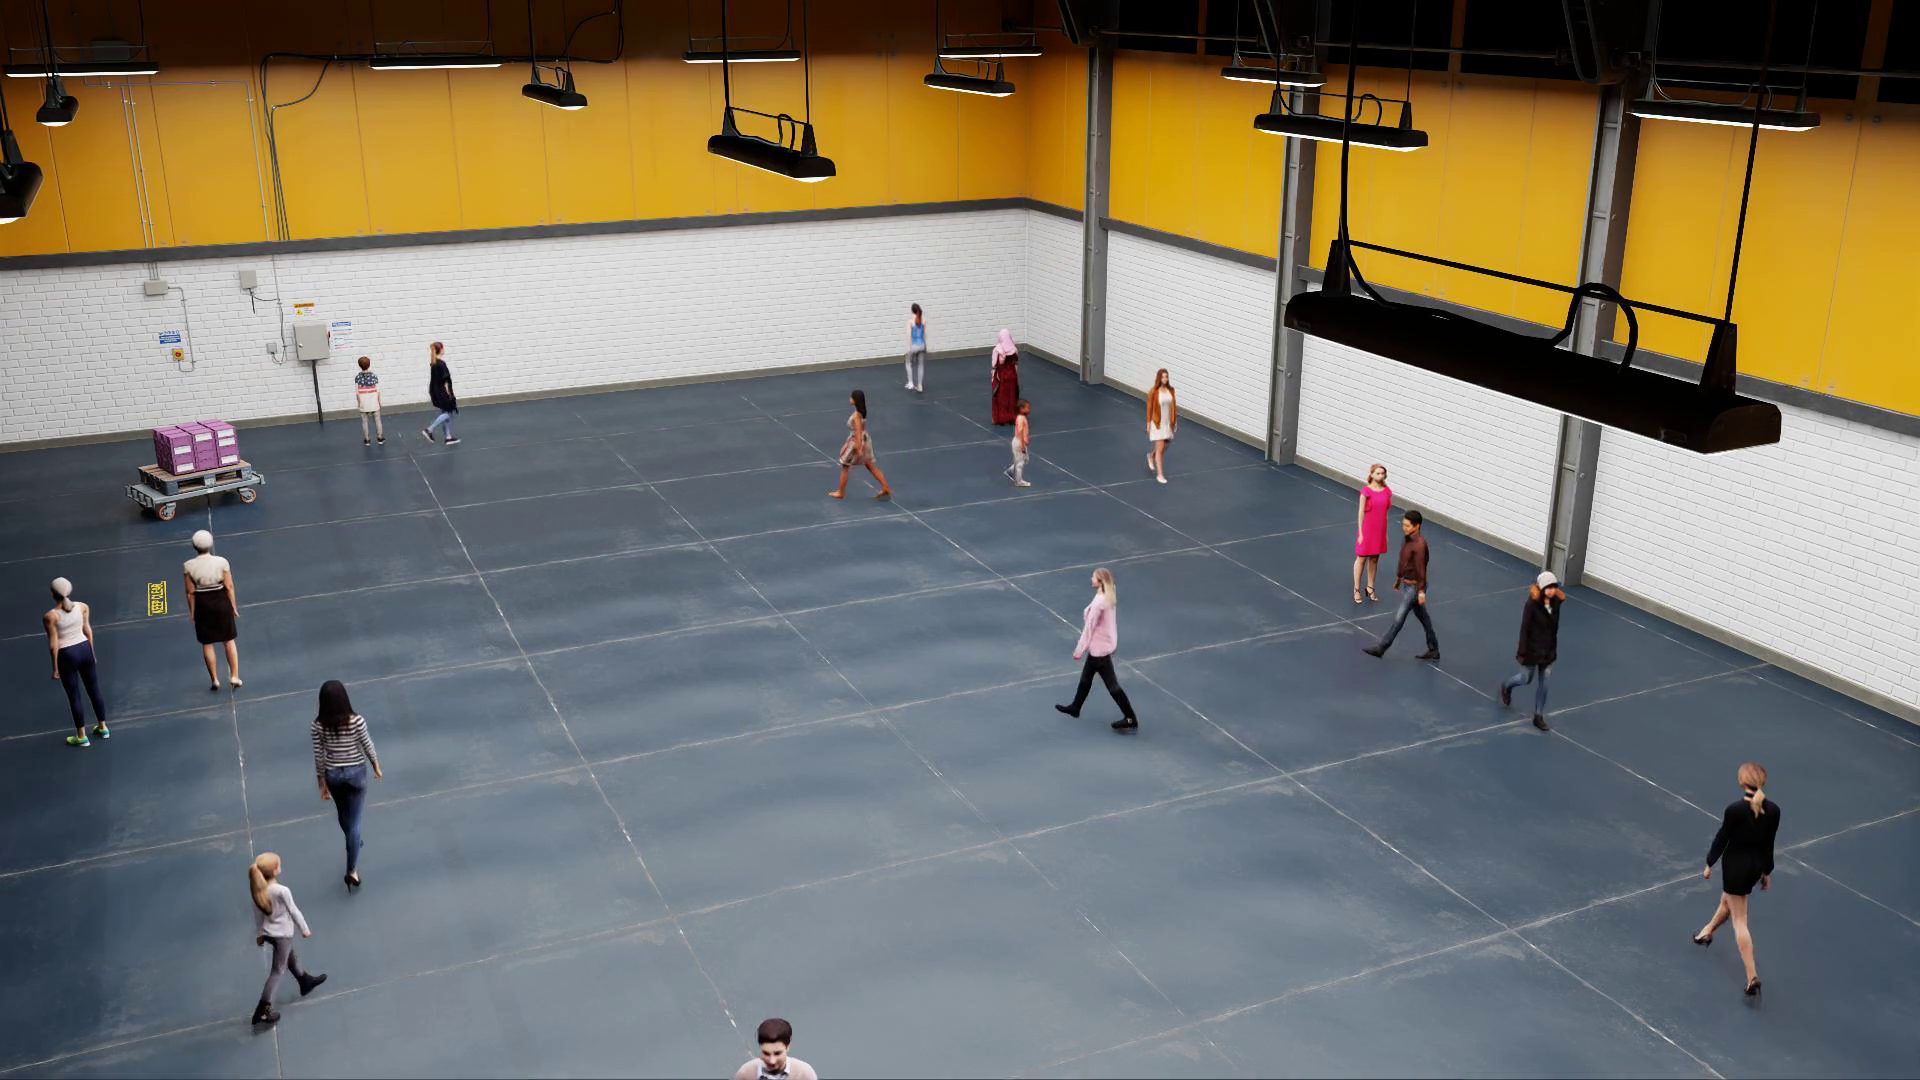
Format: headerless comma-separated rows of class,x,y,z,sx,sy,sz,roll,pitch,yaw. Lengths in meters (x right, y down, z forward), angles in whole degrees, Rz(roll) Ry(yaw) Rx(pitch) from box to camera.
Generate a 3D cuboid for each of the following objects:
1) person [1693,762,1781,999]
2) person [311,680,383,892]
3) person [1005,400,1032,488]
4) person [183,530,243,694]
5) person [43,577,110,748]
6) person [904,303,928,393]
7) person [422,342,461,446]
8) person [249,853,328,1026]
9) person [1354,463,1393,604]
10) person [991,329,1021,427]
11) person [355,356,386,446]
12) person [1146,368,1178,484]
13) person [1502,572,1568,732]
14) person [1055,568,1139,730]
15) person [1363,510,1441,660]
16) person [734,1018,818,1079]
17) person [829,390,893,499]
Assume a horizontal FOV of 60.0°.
person,5.752,2.512,12.179,0.834,1.708,1.216,-2,19,-7
person,-4.999,2.024,13.549,0.818,1.759,1.079,-2,19,-6
person,0.825,-1.431,24.524,0.712,1.303,0.666,4,19,12
person,-7.797,0.744,17.358,0.640,1.755,0.547,-7,20,-19
person,-8.599,1.171,16.172,0.701,1.703,0.679,11,22,30
person,-0.749,-3.470,30.119,0.564,1.596,0.638,-7,20,-21
person,-8.357,-2.306,26.558,0.797,1.663,0.832,-13,23,-35
person,-4.912,2.856,11.869,0.900,1.254,0.863,10,21,28
person,4.925,-0.101,19.908,0.595,1.728,0.571,-6,19,-17
person,0.755,-2.742,27.889,0.693,1.639,0.644,-5,19,-16
person,-9.515,-2.251,26.746,0.531,1.439,0.480,-7,20,-20
person,2.973,-1.739,24.818,0.603,1.698,0.976,-8,20,-23
person,5.727,1.064,16.626,0.715,1.615,0.985,-6,19,-17
person,1.484,1.110,16.446,1.157,1.643,1.095,7,20,20
person,5.009,0.530,18.046,1.042,1.721,1.142,0,19,0
person,-1.009,3.438,9.276,0.698,1.807,0.670,-1,19,-2
person,-1.349,-1.335,23.770,1.116,1.602,1.144,4,19,11
